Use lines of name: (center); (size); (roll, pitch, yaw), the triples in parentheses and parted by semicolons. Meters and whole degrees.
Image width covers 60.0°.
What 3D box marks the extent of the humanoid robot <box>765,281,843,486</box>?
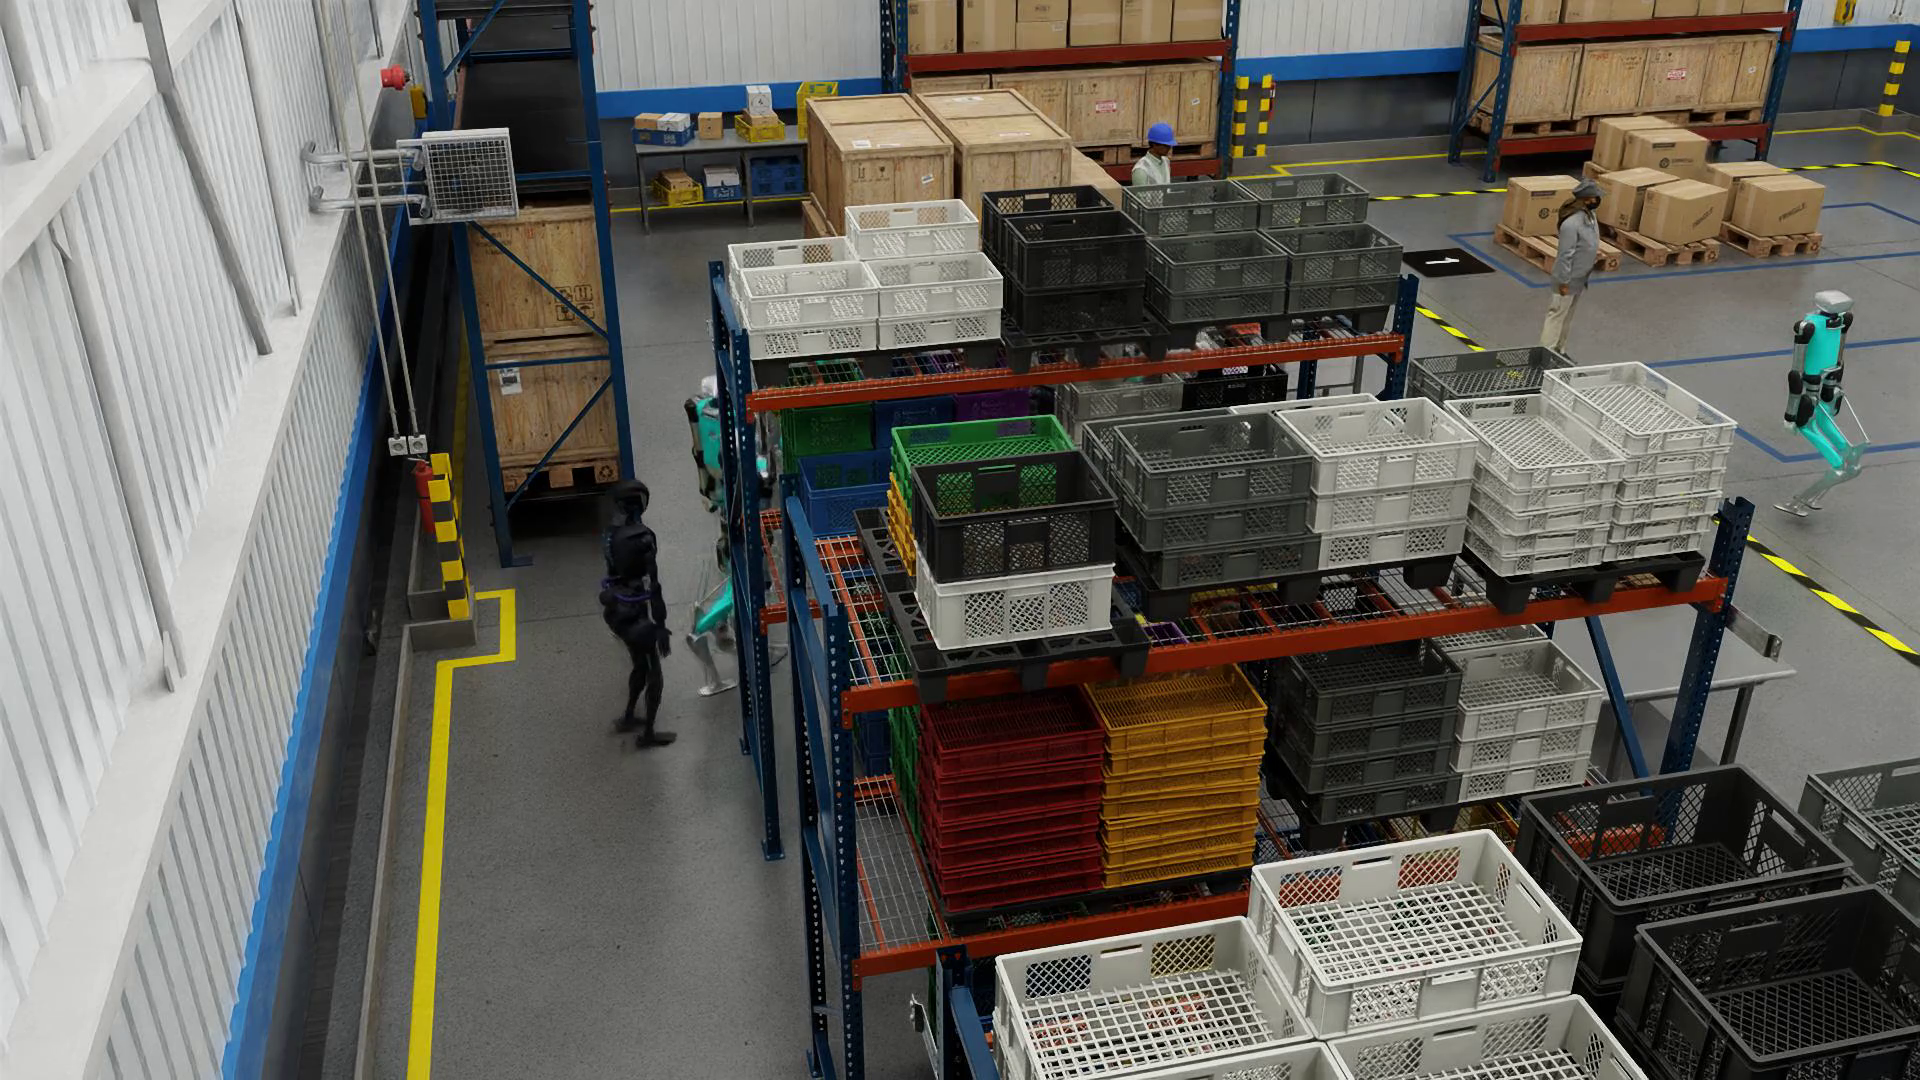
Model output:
humanoid robot: (-1.207, -1.054, 12.507); (0.772, 1.795, 0.543); (-6, 28, -11)

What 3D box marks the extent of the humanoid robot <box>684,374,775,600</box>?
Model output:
humanoid robot: (-1.411, -0.292, 11.162); (0.551, 1.899, 0.748); (16, 32, 28)

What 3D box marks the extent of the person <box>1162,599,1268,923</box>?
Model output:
person: (1.272, 1.123, 8.233); (0.632, 1.837, 0.429); (-13, 30, -22)

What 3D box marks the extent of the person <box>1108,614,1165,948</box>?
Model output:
person: (0.874, 1.159, 8.169); (0.404, 1.831, 0.598); (5, 28, 10)

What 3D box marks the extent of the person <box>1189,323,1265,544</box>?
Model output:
person: (1.822, -0.658, 11.414); (0.405, 2.031, 0.608); (-24, 36, -38)

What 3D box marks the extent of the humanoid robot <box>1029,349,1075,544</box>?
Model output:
humanoid robot: (0.638, -0.615, 11.687); (0.315, 1.657, 0.599); (19, 33, 32)

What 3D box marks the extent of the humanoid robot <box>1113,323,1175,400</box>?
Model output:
humanoid robot: (1.502, -1.453, 13.232); (0.559, 1.735, 1.031); (11, 30, 20)

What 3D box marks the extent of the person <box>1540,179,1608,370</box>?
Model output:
person: (5.474, -2.369, 14.929); (0.397, 1.769, 0.572); (20, 34, 33)

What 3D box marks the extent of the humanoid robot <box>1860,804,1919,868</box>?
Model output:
humanoid robot: (3.513, 1.936, 6.870); (0.965, 1.790, 0.531); (-14, 31, -25)

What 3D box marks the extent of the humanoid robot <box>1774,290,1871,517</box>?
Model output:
humanoid robot: (6.365, -0.938, 12.106); (0.533, 1.677, 0.735); (-14, 31, -25)

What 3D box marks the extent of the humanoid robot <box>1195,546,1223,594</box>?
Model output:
humanoid robot: (1.637, -0.110, 10.762); (0.536, 1.641, 0.616); (-2, 28, -3)

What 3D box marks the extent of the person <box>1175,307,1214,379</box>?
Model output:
person: (1.818, -0.949, 12.153); (0.839, 1.850, 0.594); (-2, 28, -3)

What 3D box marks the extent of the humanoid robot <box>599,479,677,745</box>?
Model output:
humanoid robot: (-1.919, 0.414, 9.760); (0.329, 1.655, 0.602); (-20, 34, -33)

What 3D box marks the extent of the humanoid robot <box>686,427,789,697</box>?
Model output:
humanoid robot: (-1.426, 0.188, 10.104); (0.985, 1.731, 0.559); (-18, 33, -31)

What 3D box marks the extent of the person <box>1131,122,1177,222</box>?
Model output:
person: (1.852, -3.068, 16.080); (0.412, 1.939, 0.602); (17, 32, 29)

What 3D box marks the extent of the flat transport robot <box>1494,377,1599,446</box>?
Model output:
flat transport robot: (4.780, -1.036, 14.013); (0.659, 0.231, 1.431); (-6, 28, -12)

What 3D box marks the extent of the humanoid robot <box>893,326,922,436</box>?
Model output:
humanoid robot: (-0.354, -1.036, 12.512); (0.403, 1.638, 0.587); (-4, 28, -8)
